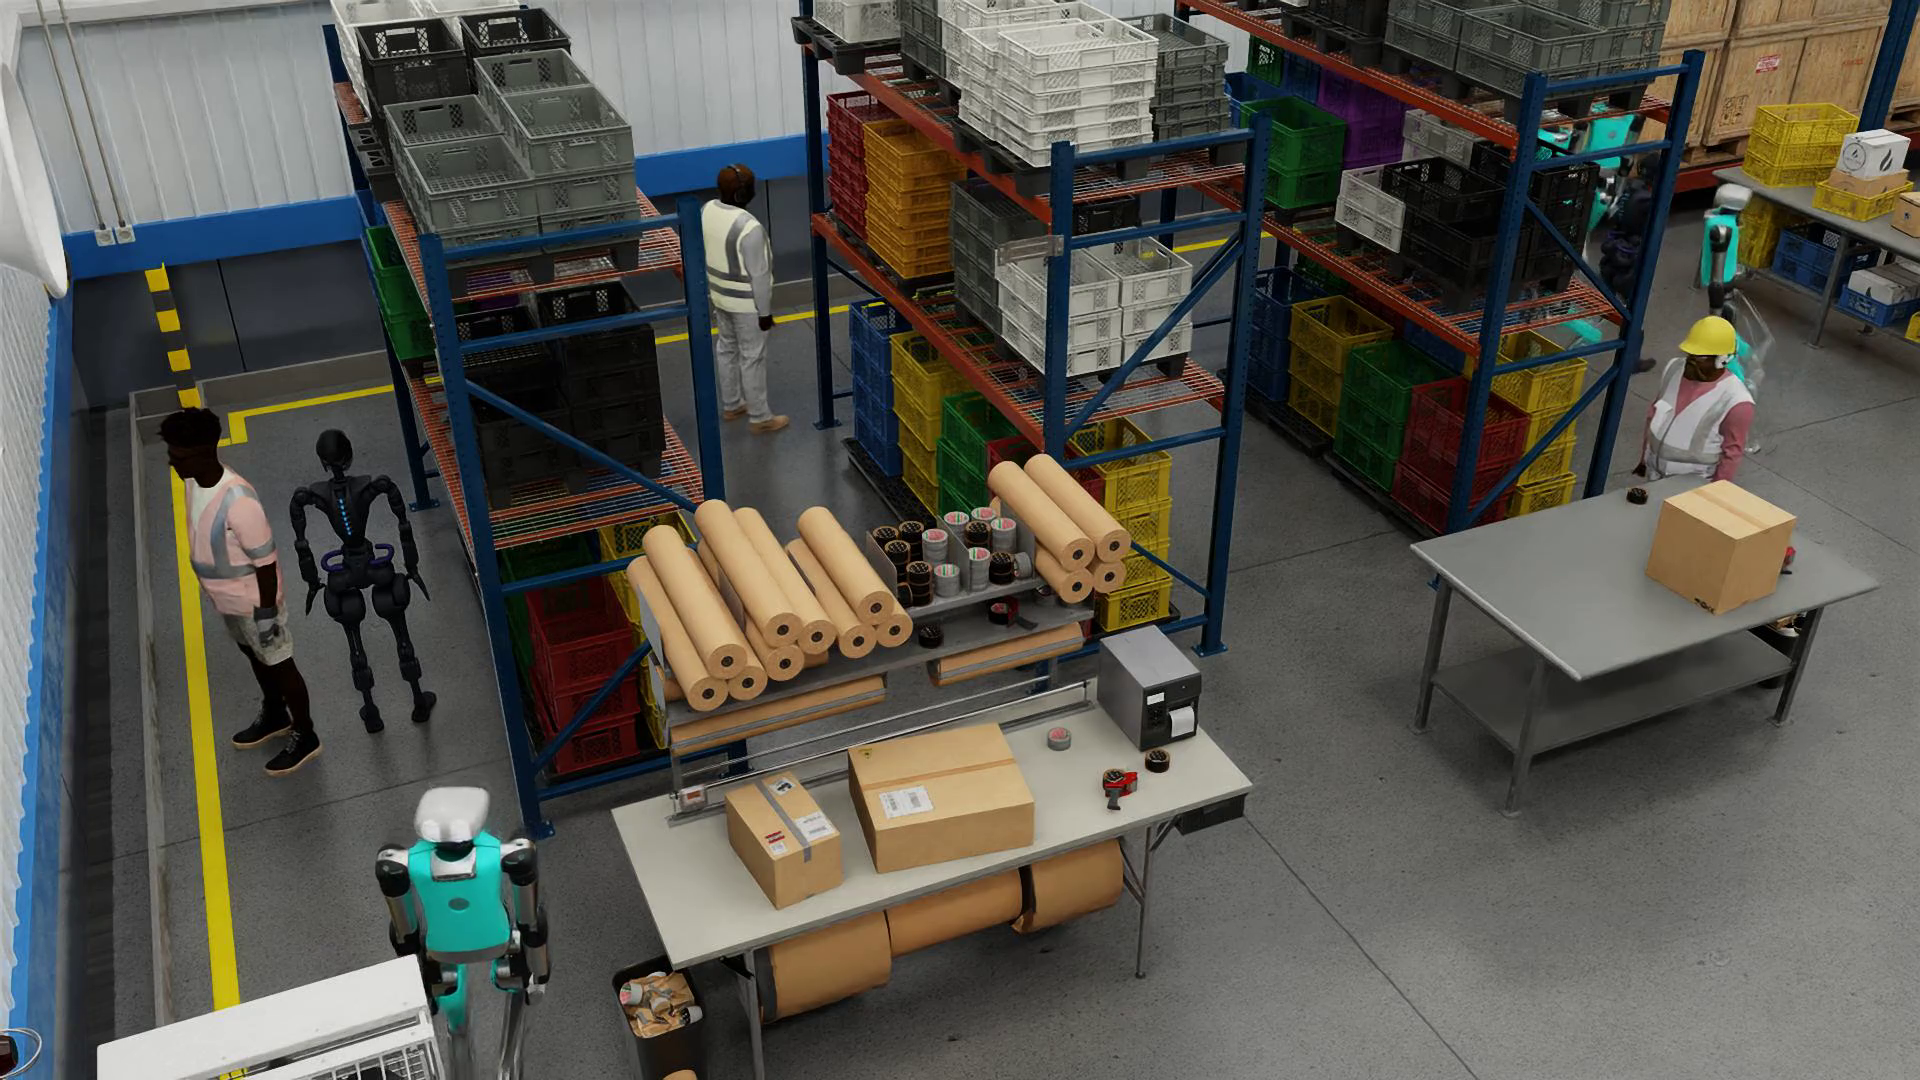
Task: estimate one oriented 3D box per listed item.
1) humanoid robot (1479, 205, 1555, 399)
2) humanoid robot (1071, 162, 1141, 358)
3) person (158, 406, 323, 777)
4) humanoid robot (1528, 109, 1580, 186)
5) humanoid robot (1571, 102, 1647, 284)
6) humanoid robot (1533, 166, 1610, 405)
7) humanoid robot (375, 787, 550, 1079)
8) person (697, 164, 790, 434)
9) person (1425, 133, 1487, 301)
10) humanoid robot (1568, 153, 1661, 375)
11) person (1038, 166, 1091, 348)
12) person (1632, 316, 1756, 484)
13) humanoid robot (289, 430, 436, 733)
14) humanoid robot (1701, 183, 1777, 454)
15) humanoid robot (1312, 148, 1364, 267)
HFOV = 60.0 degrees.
[{"bbox_3d":[3.745,-1.577,11.193,0.602,1.632,0.508,-14,34,-21],"label":"humanoid robot"},{"bbox_3d":[1.021,-2.049,11.970,0.607,1.671,0.396,8,33,13],"label":"humanoid robot"},{"bbox_3d":[-3.431,0.246,7.953,0.606,1.965,0.371,28,41,37],"label":"person"},{"bbox_3d":[4.128,-2.436,12.480,0.544,1.751,0.679,-19,36,-28],"label":"humanoid robot"},{"bbox_3d":[4.877,-2.736,13.032,0.541,1.817,0.661,-1,32,-2],"label":"humanoid robot"},{"bbox_3d":[4.161,-1.702,11.206,0.735,1.677,0.533,2,32,4],"label":"humanoid robot"},{"bbox_3d":[-1.765,1.492,6.180,0.557,1.792,0.811,-6,32,-9],"label":"humanoid robot"},{"bbox_3d":[-1.447,-1.602,11.072,0.431,1.844,0.623,-25,40,-35],"label":"person"},{"bbox_3d":[3.463,-1.891,11.499,0.573,1.886,0.355,-6,32,-9],"label":"person"},{"bbox_3d":[4.792,-1.988,11.886,0.613,1.638,0.622,-4,32,-6],"label":"humanoid robot"},{"bbox_3d":[0.722,-2.302,12.018,0.380,2.045,0.604,17,35,25],"label":"person"},{"bbox_3d":[3.933,-0.374,9.085,0.405,1.833,0.589,-14,34,-21],"label":"person"},{"bbox_3d":[-2.980,0.204,8.286,0.599,1.653,0.315,-9,33,-14],"label":"humanoid robot"},{"bbox_3d":[5.136,-1.371,10.871,0.839,1.873,0.535,13,34,20],"label":"humanoid robot"},{"bbox_3d":[3.161,-2.906,13.354,0.371,1.641,0.609,-23,38,-32],"label":"humanoid robot"}]
